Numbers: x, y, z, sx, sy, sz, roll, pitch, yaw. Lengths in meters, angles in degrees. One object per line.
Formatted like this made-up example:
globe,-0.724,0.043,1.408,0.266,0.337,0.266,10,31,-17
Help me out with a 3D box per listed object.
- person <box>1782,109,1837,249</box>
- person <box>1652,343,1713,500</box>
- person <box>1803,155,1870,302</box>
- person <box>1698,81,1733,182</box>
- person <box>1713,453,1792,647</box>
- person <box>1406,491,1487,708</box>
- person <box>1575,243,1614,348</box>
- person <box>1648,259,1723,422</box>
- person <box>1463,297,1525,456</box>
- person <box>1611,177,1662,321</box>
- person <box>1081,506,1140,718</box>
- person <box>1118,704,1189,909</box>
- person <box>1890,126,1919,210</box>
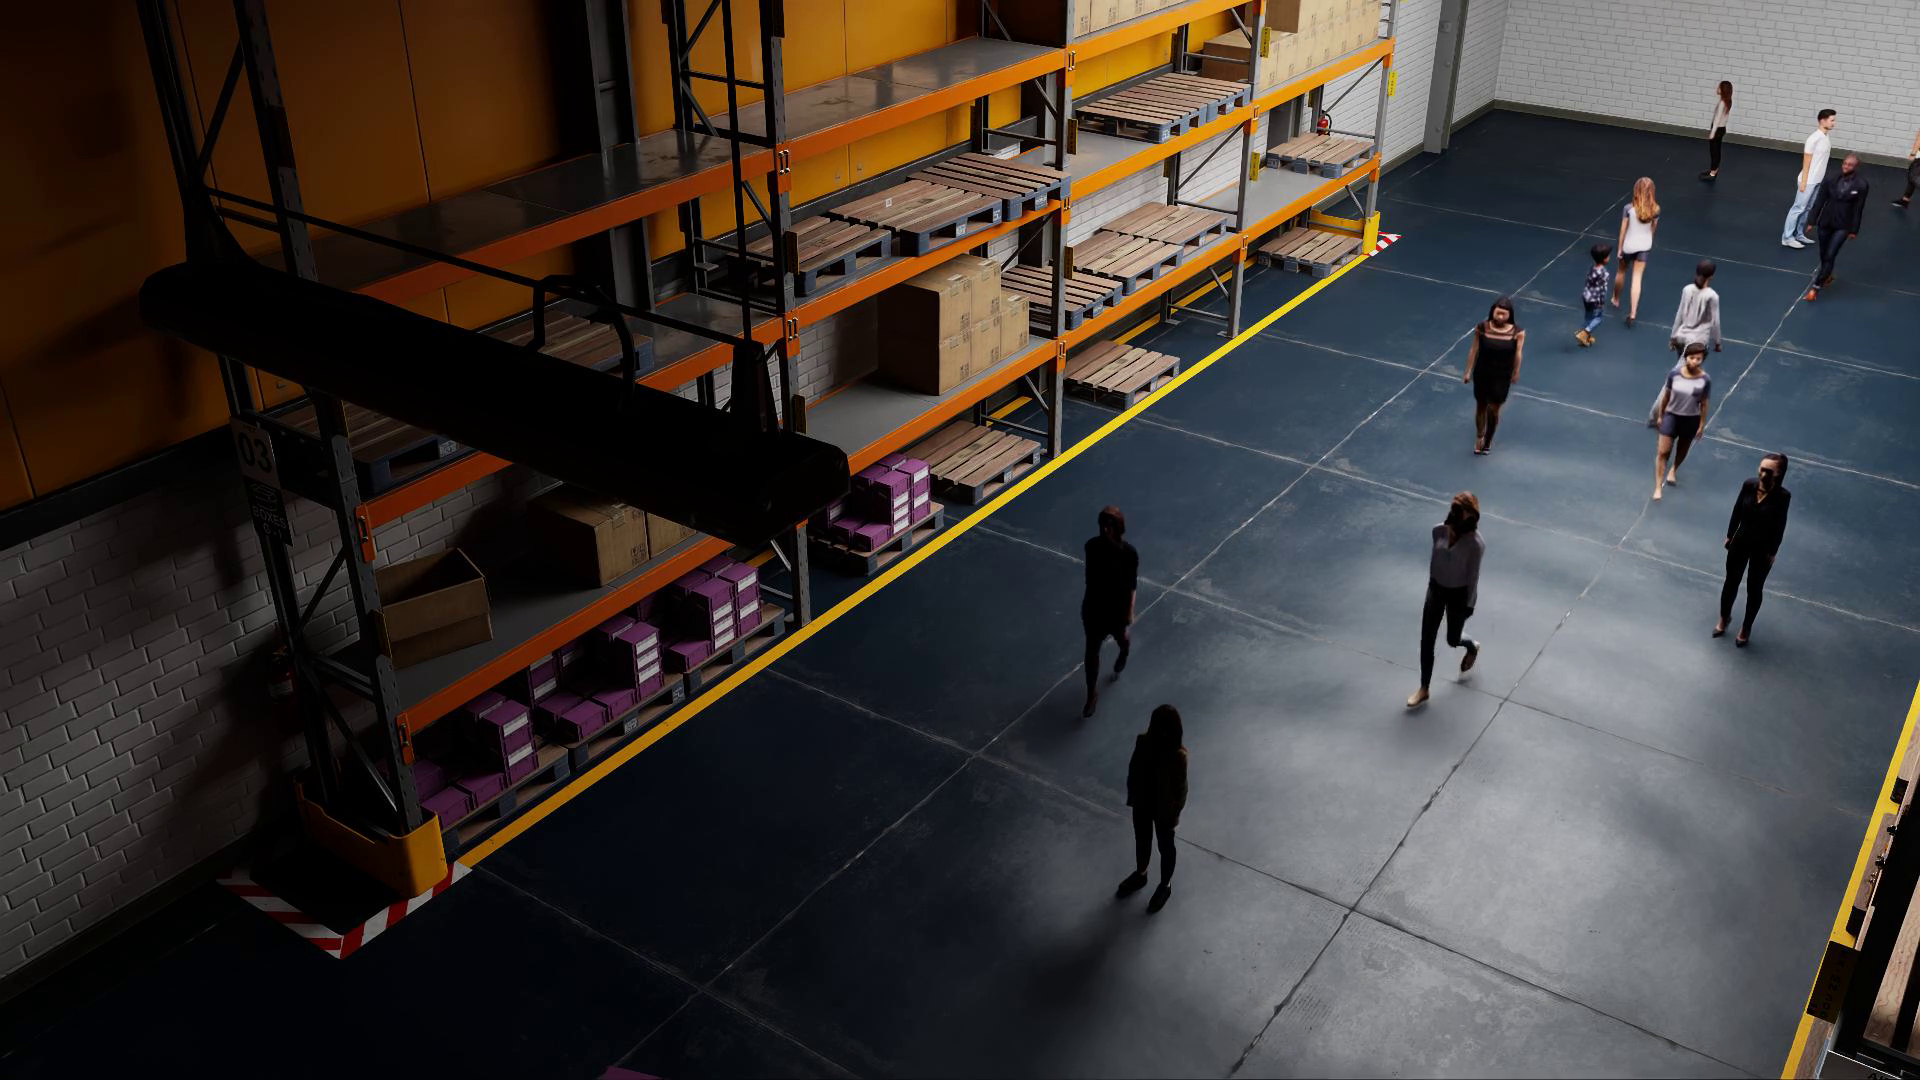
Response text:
person,11.449,-4.879,22.396,0.594,1.862,0.783,-22,36,-35
person,6.942,-1.188,15.986,0.679,1.522,1.043,13,31,23
person,10.924,-3.903,20.701,1.279,1.772,0.936,-22,35,-34
person,11.523,-6.218,25.250,0.596,1.481,0.414,17,33,29
person,6.423,0.070,13.483,0.568,1.710,0.618,-23,36,-35
person,3.807,0.421,12.772,1.141,1.775,0.793,-22,36,-35
person,7.320,-2.825,19.277,0.696,1.243,0.625,-13,31,-22
person,7.547,-2.016,17.297,1.188,1.719,0.985,-12,31,-20
person,5.340,-1.655,16.652,0.690,1.704,0.666,14,32,24
person,8.133,-3.453,19.960,0.888,1.692,1.170,5,29,10
person,1.182,0.479,12.782,0.728,1.663,1.129,12,31,21
person,1.271,1.695,10.748,0.590,1.476,0.530,22,36,35
person,13.805,-5.497,23.701,0.988,1.698,0.883,-18,33,-29
